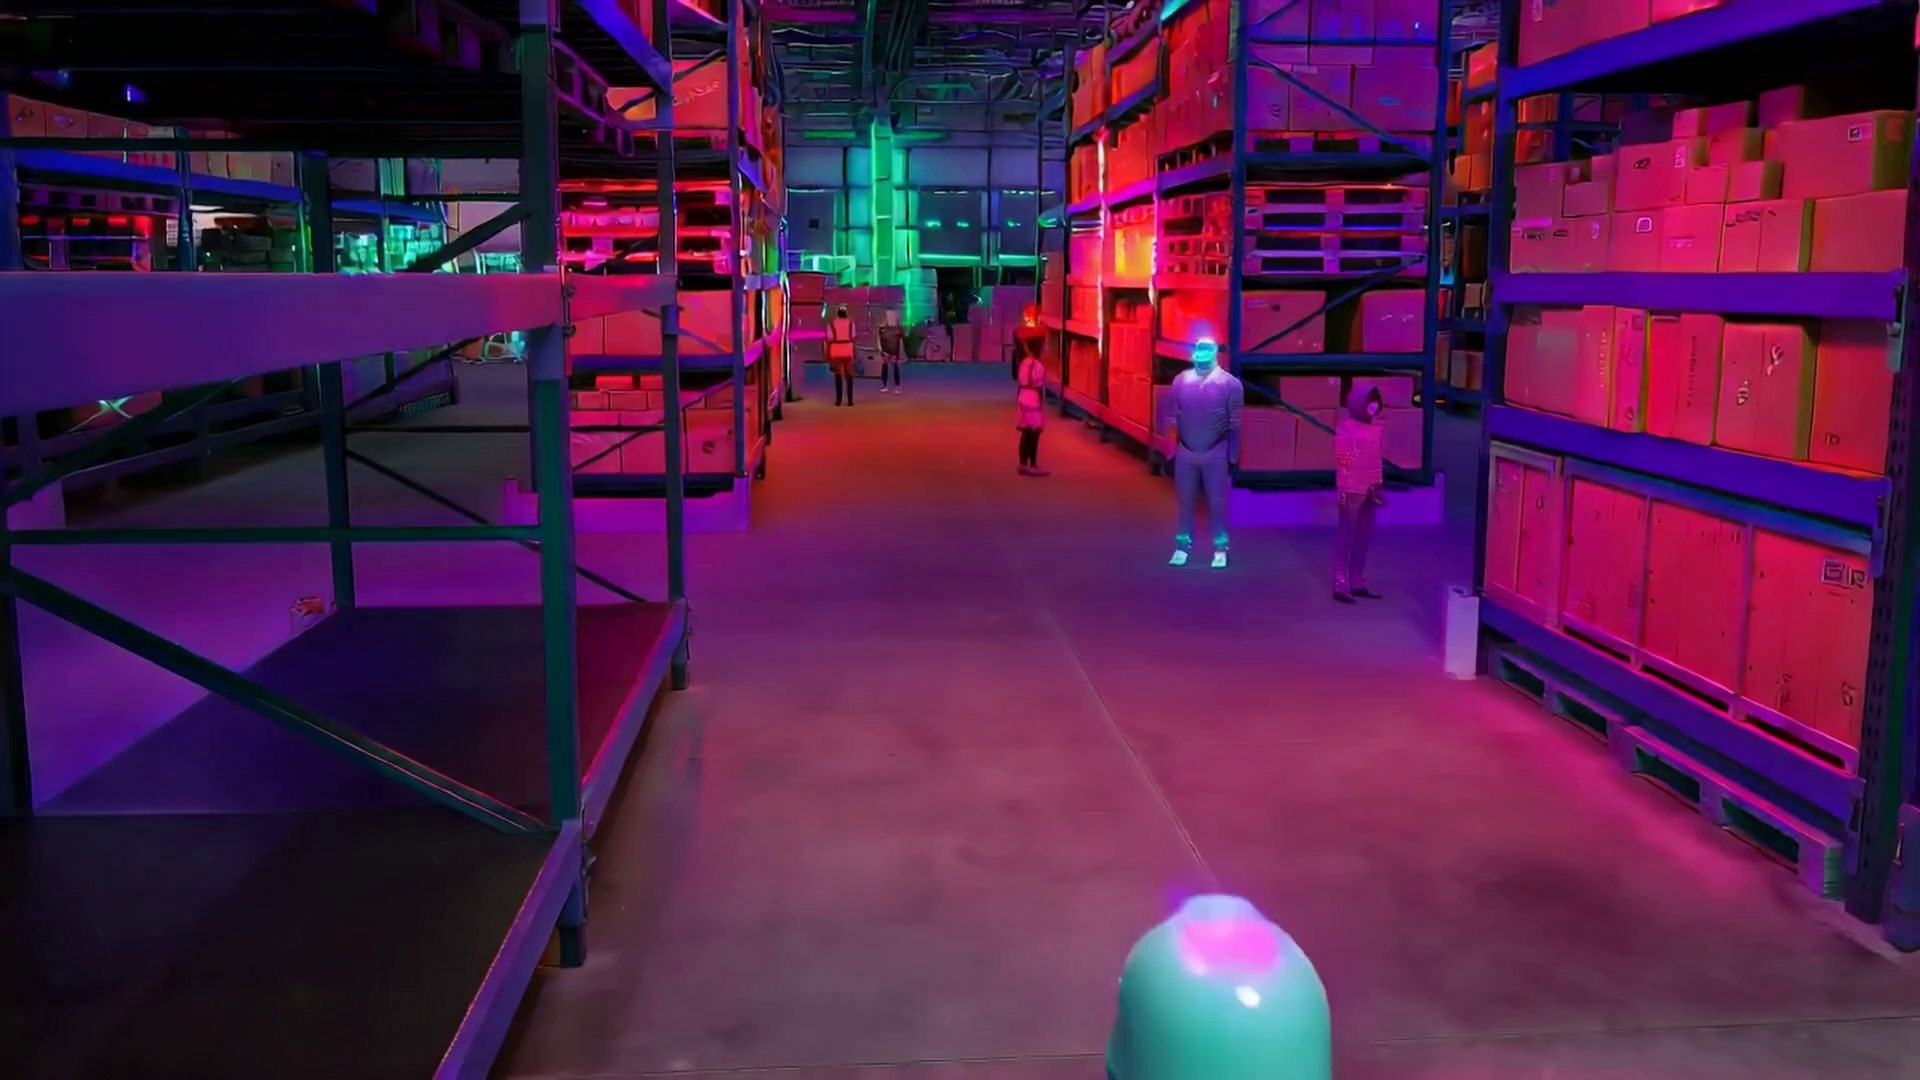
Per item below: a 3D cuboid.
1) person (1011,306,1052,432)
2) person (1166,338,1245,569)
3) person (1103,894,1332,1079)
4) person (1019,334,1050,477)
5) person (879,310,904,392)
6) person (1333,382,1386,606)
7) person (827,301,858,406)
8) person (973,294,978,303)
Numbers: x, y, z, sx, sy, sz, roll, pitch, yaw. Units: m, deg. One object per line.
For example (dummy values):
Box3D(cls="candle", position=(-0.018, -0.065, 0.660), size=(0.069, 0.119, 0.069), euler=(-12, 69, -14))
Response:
Box3D(cls="person", position=(1.098, -2.633, 25.610), size=(0.635, 1.937, 0.359), euler=(1, 9, 9))
Box3D(cls="person", position=(1.994, -0.708, 13.668), size=(0.645, 1.898, 0.397), euler=(4, 10, 25))
Box3D(cls="person", position=(0.250, 1.256, 1.611), size=(0.600, 1.809, 0.717), euler=(-1, 9, -7))
Box3D(cls="person", position=(0.877, -1.608, 19.922), size=(0.317, 1.700, 0.538), euler=(-4, 10, -21))
Box3D(cls="person", position=(-1.402, -3.872, 34.144), size=(0.530, 1.697, 0.321), euler=(-1, 9, -5))
Box3D(cls="person", position=(2.928, -0.340, 12.166), size=(0.507, 1.633, 0.276), euler=(-7, 12, -38))
Box3D(cls="person", position=(-2.154, -3.415, 30.534), size=(0.551, 1.932, 0.378), euler=(0, 9, -2))
Box3D(cls="person", position=(0.613, -8.914, 65.938), size=(0.529, 1.663, 0.871), euler=(-9, 12, -43))
